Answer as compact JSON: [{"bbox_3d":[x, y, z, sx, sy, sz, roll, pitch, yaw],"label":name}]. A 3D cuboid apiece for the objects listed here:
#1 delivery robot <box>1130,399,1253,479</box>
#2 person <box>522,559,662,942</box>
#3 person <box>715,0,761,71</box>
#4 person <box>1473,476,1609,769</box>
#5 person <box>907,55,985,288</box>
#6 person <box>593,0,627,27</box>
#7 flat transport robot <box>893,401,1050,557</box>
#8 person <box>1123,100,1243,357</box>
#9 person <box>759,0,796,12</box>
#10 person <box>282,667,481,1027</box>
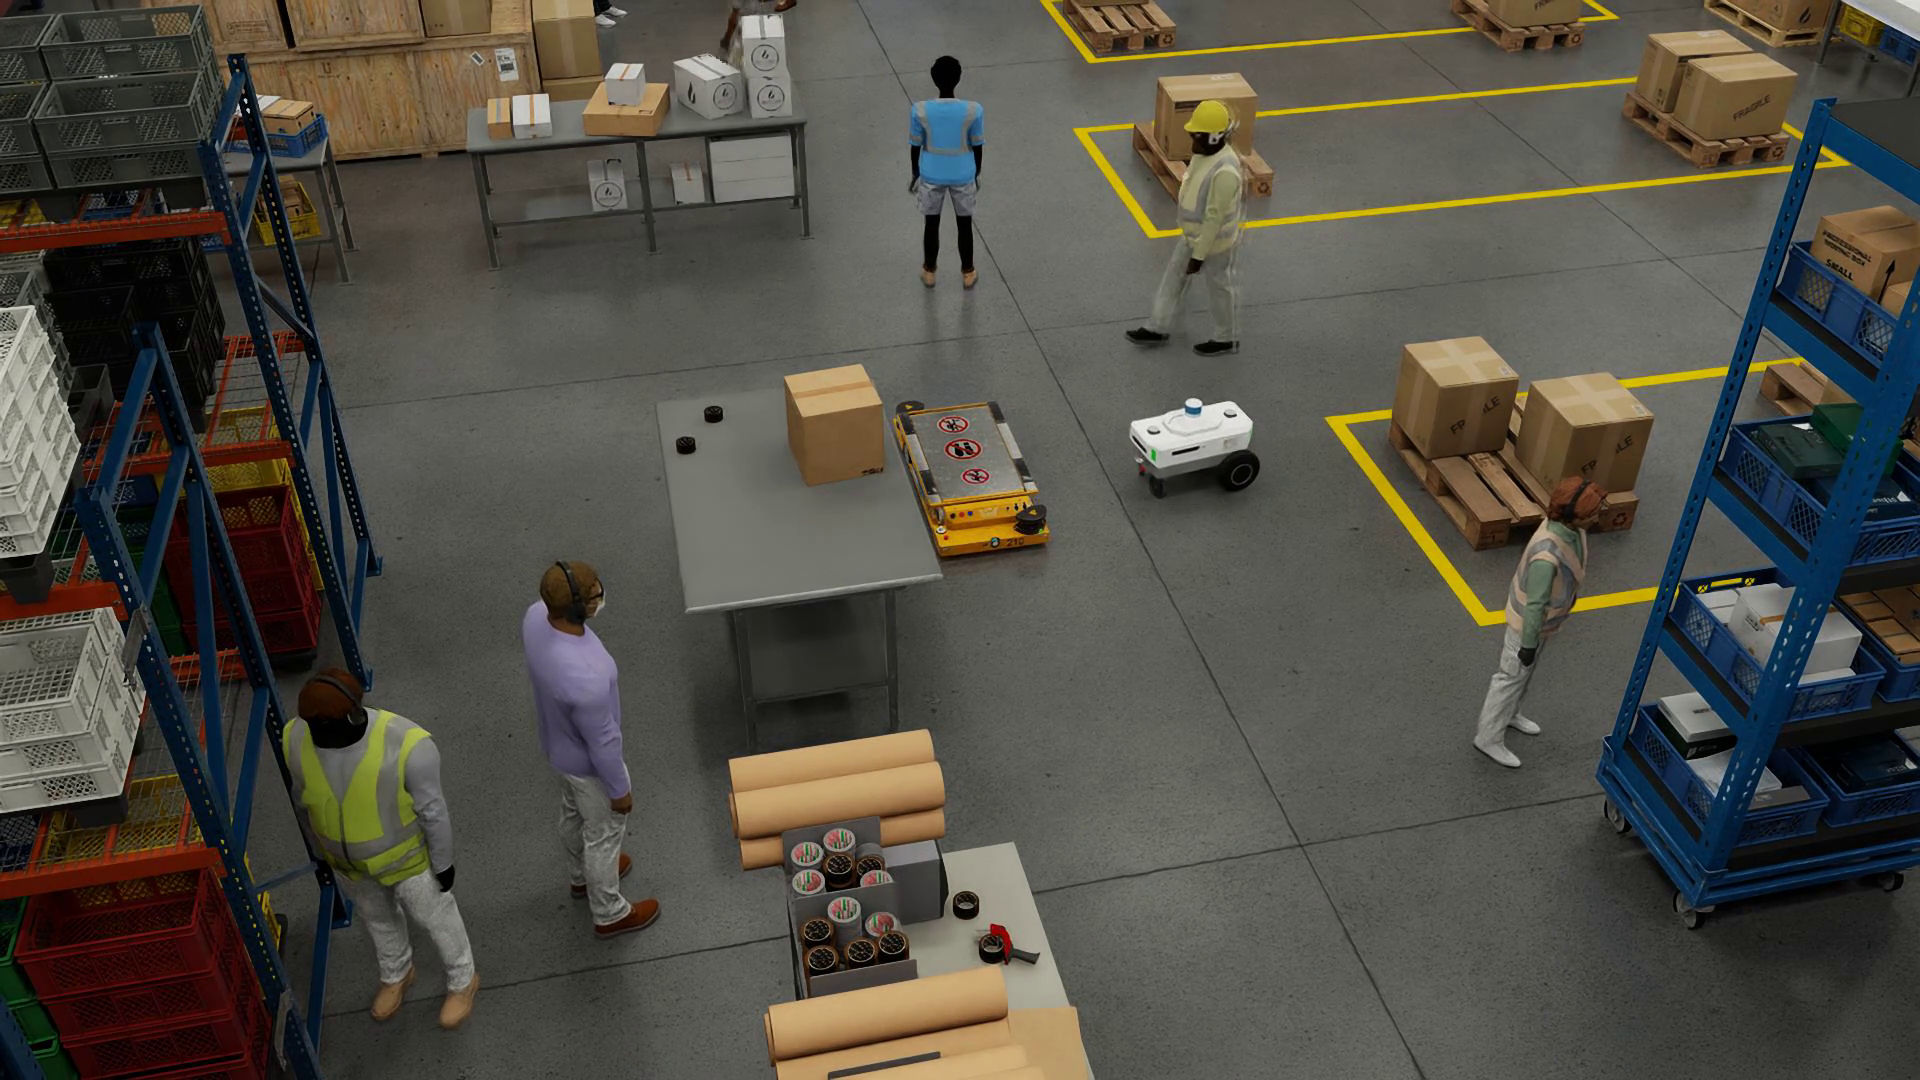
[{"bbox_3d":[1.393,-0.625,10.058,0.707,0.478,0.477,-13,39,-17],"label":"delivery robot"},{"bbox_3d":[-1.556,0.880,6.968,0.358,1.931,0.628,-21,41,-25],"label":"person"},{"bbox_3d":[-1.894,-4.191,13.872,0.999,1.817,0.520,-3,37,-4],"label":"person"},{"bbox_3d":[2.742,0.374,7.898,0.318,1.631,0.521,20,41,24],"label":"person"},{"bbox_3d":[-0.101,-2.605,11.847,0.559,1.693,0.322,2,37,3],"label":"person"},{"bbox_3d":[-3.607,-6.013,16.253,0.396,1.911,0.581,8,37,11],"label":"person"},{"bbox_3d":[0.046,-0.430,10.108,0.652,0.197,1.431,-8,37,-10],"label":"flat transport robot"},{"bbox_3d":[1.507,-2.005,10.957,0.838,1.799,0.596,-7,37,-10],"label":"person"},{"bbox_3d":[-1.902,-6.280,16.614,0.399,1.905,0.642,-30,46,-34],"label":"person"},{"bbox_3d":[-2.296,1.229,6.583,0.629,1.837,0.429,6,37,7],"label":"person"}]
